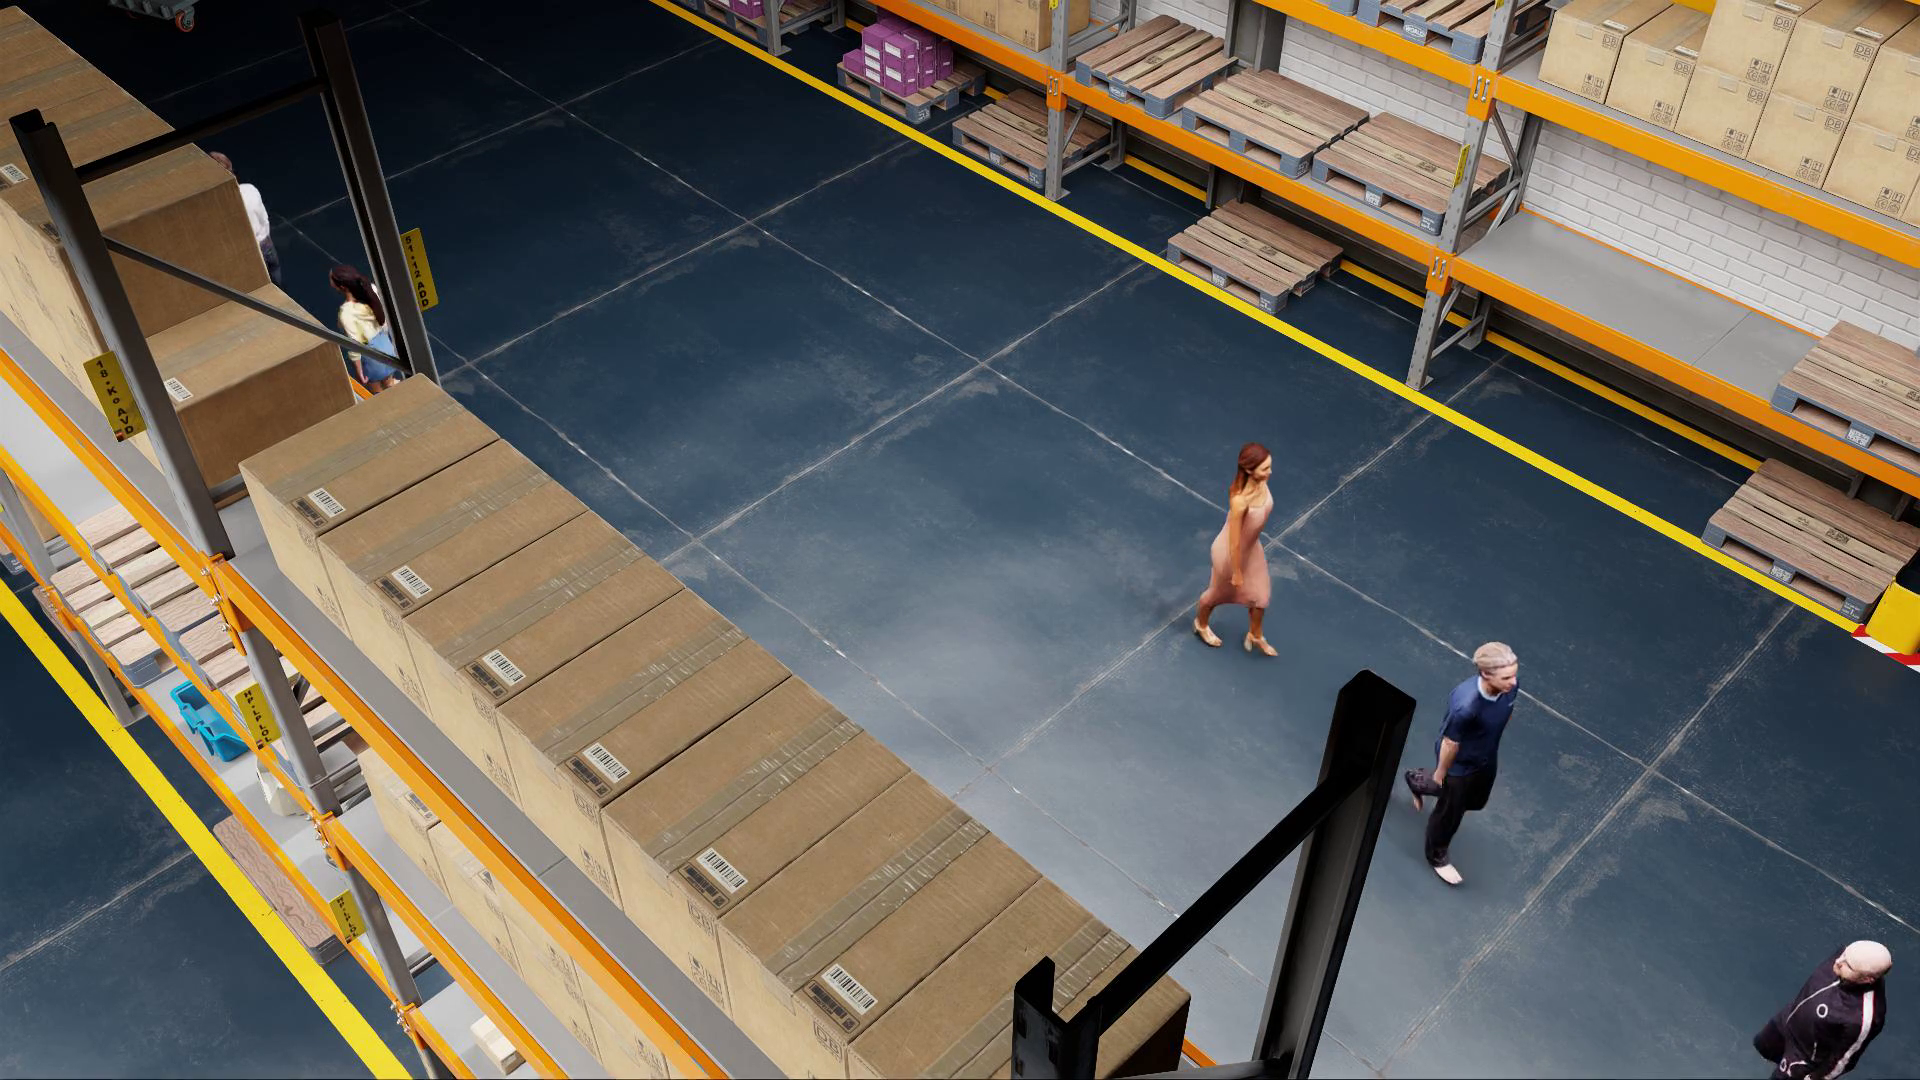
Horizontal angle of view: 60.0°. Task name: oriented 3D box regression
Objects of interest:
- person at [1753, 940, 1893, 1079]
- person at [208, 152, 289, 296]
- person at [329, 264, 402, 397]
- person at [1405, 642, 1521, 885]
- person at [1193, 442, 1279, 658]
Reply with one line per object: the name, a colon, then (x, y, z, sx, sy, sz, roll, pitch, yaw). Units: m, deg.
person: (4.338, 2.527, 8.236, 0.920, 1.813, 0.867, 14, 45, 14)
person: (-5.577, -2.223, 13.240, 1.106, 1.790, 0.803, 25, 49, 24)
person: (-4.334, -1.379, 12.479, 0.959, 1.616, 0.855, 11, 45, 12)
person: (2.848, 1.203, 9.596, 0.785, 1.855, 0.965, -23, 48, -23)
person: (1.727, 0.037, 10.854, 0.879, 1.809, 0.717, 26, 49, 25)
